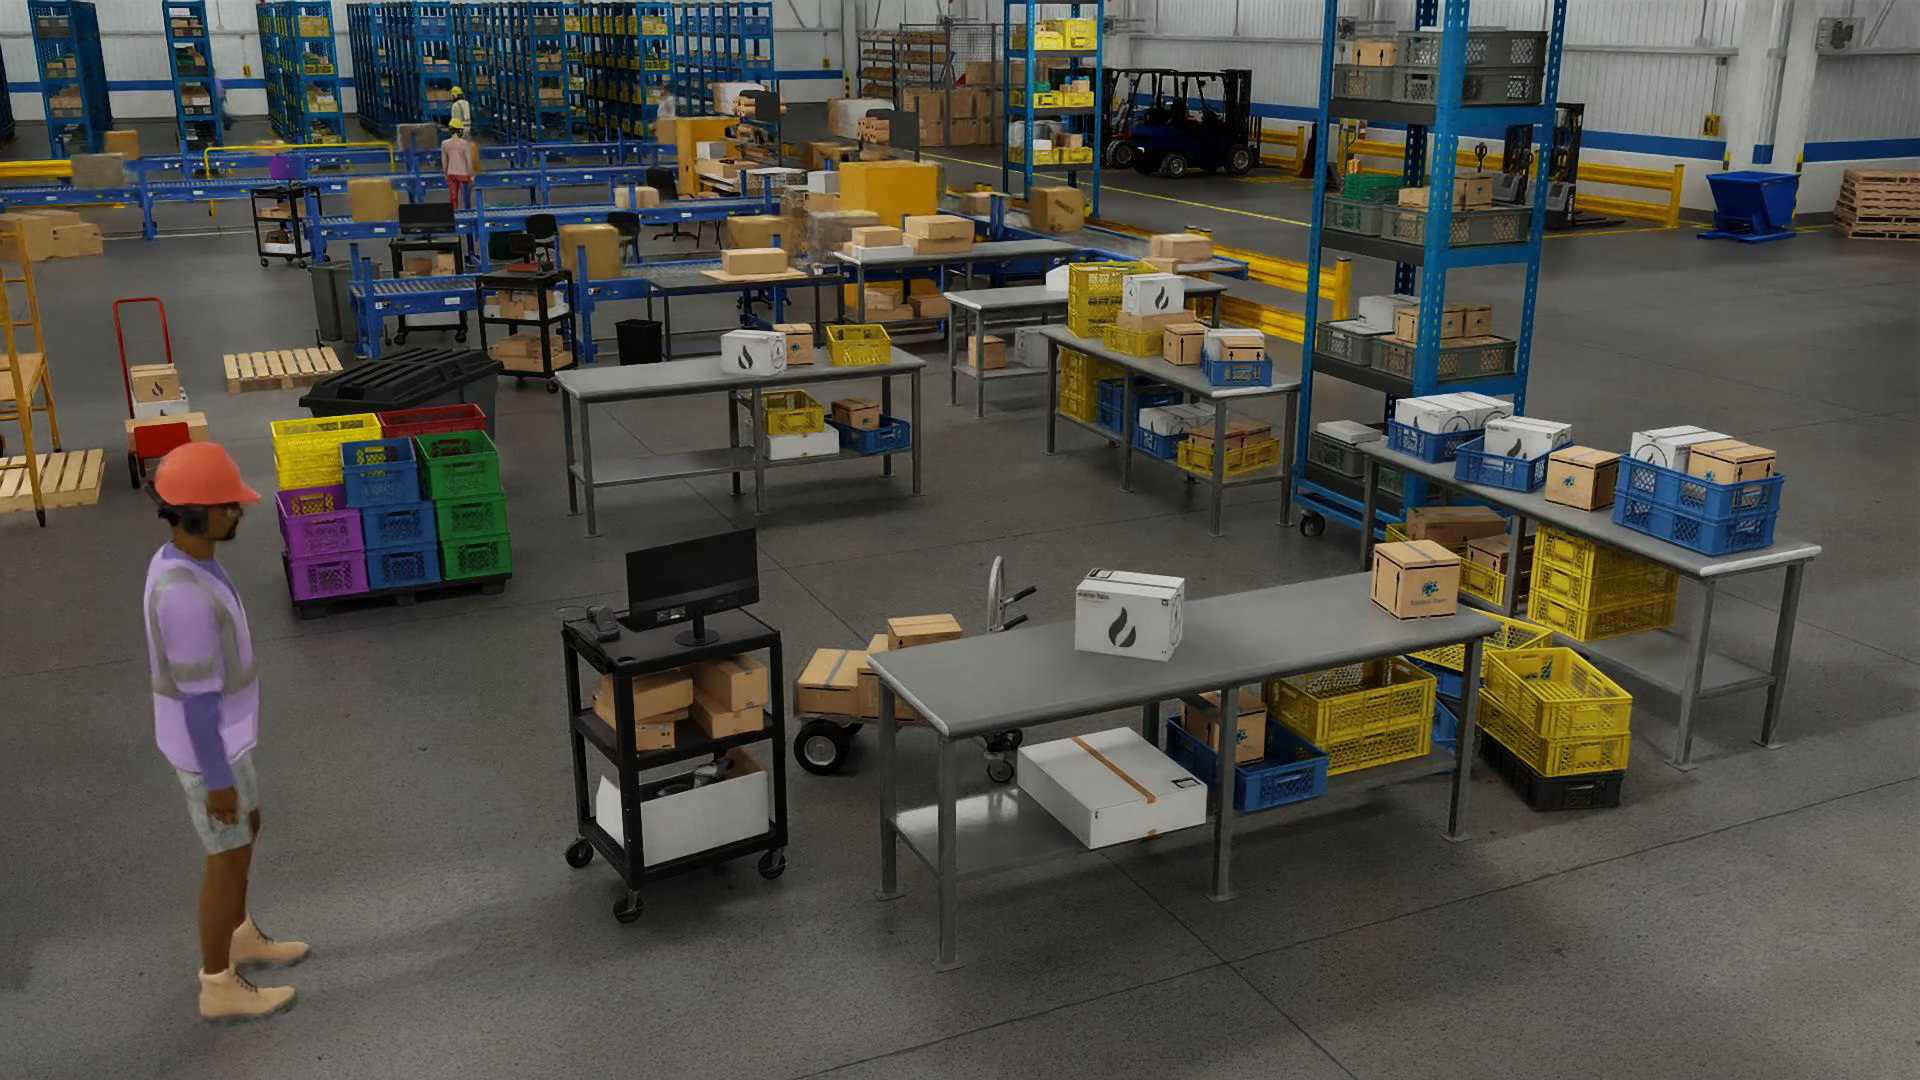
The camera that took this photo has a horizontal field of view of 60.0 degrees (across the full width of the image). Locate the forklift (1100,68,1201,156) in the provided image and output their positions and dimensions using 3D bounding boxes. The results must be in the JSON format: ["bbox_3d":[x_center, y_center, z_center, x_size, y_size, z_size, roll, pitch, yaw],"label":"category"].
[{"bbox_3d":[4.082,-9.564,37.410,2.680,1.987,1.157,-8,19,-23],"label":"forklift"}]

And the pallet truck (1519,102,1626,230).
[{"bbox_3d":[9.972,-6.037,26.785,1.885,1.965,0.823,-9,20,-25],"label":"pallet truck"}]

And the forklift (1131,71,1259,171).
[{"bbox_3d":[4.998,-8.936,35.413,2.680,1.987,1.157,-9,20,-25],"label":"forklift"}]

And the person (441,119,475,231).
[{"bbox_3d":[-7.893,-5.737,26.227,0.523,1.763,0.329,5,18,14],"label":"person"}]

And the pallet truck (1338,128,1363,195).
[{"bbox_3d":[7.845,-7.140,31.411,1.522,1.261,0.704,-9,20,-25],"label":"pallet truck"}]

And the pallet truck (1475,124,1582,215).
[{"bbox_3d":[9.707,-6.455,28.103,1.885,1.965,0.823,-7,19,-20],"label":"pallet truck"}]

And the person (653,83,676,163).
[{"bbox_3d":[-6.576,-9.373,37.535,1.015,1.859,0.644,-6,19,-18],"label":"person"}]

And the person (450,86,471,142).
[{"bbox_3d":[-10.841,-8.919,36.137,0.403,1.827,0.601,4,18,13],"label":"person"}]

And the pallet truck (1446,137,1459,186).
[{"bbox_3d":[9.184,-6.485,29.328,1.630,1.274,0.653,-8,19,-23],"label":"pallet truck"}]

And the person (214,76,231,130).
[{"bbox_3d":[-21.947,-13.020,49.094,0.581,1.796,0.588,2,18,6],"label":"person"}]

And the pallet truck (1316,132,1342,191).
[{"bbox_3d":[7.723,-7.504,32.656,1.601,1.201,0.680,-8,19,-23],"label":"pallet truck"}]

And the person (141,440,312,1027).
[{"bbox_3d":[-2.486,0.659,5.633,0.413,2.032,0.626,-7,19,-20],"label":"person"}]
